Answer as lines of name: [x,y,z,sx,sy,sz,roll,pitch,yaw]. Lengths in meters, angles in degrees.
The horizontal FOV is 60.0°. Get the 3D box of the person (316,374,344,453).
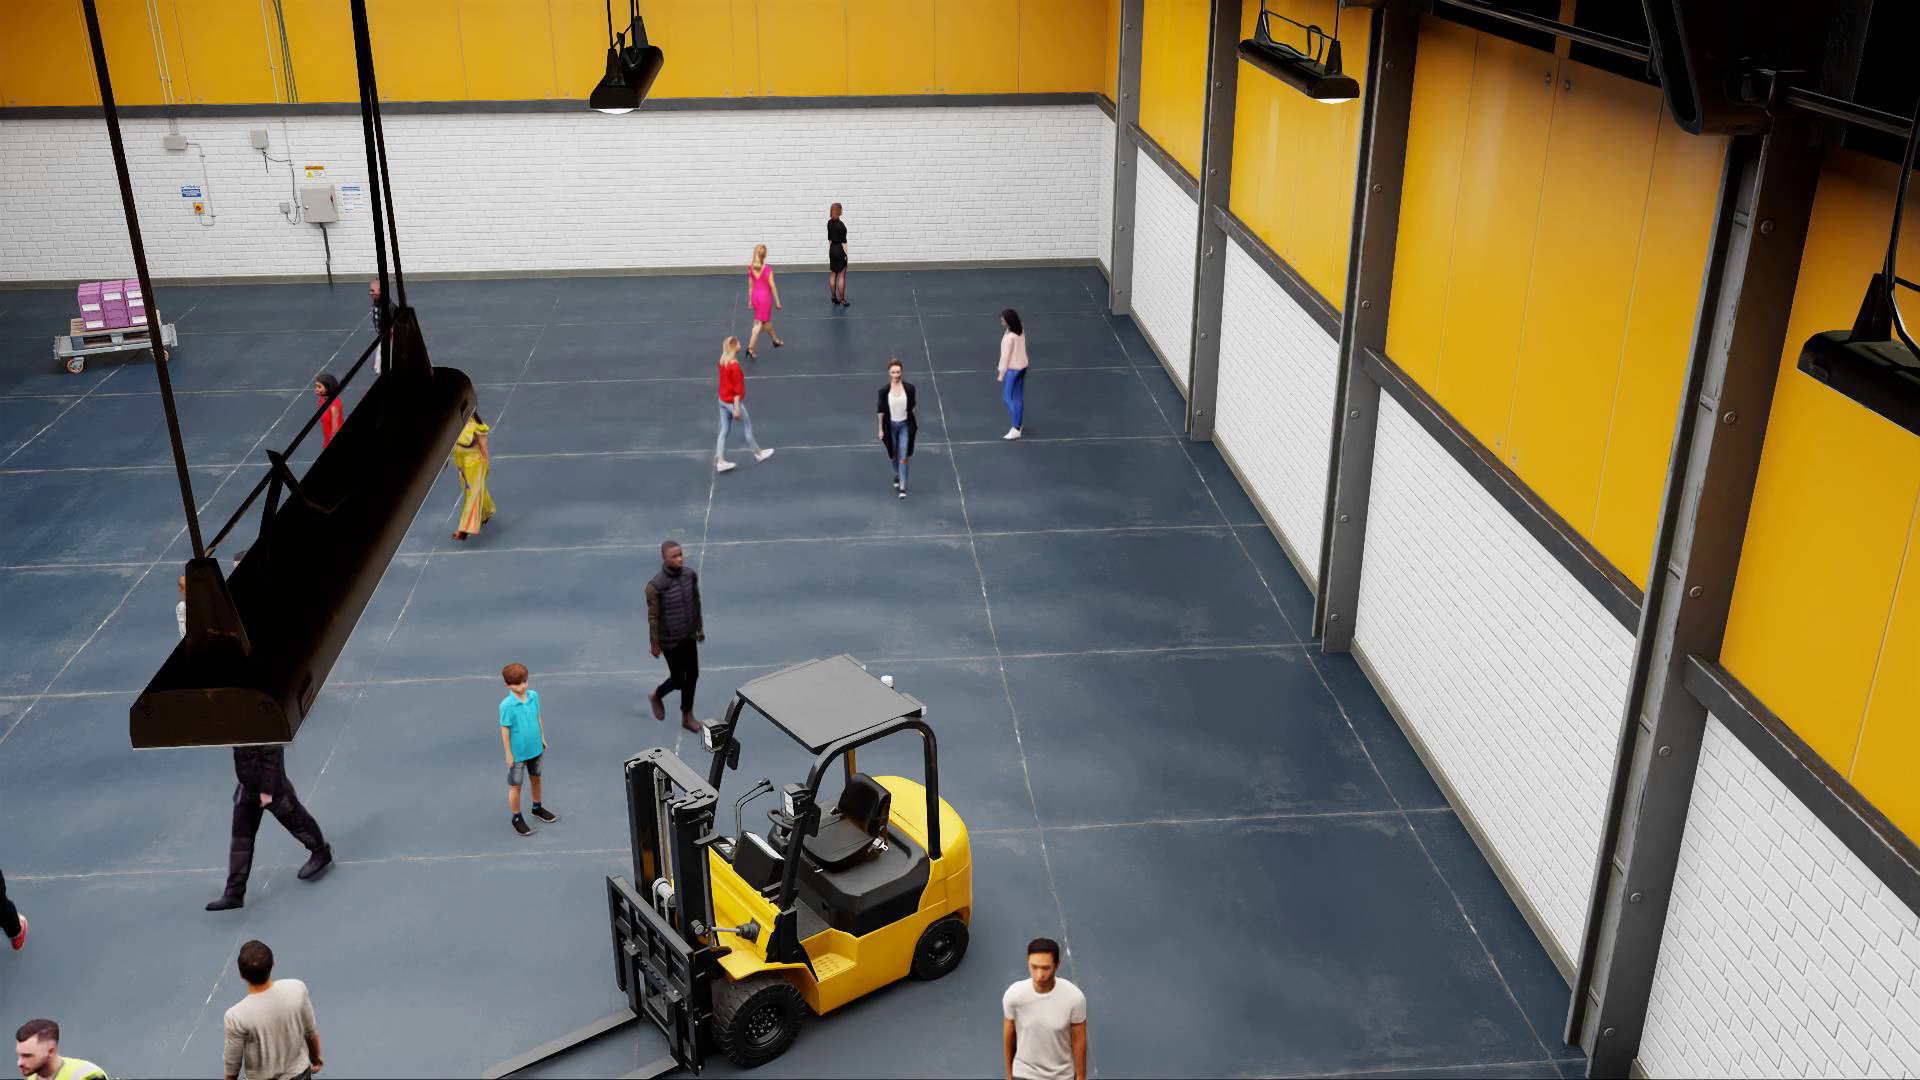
person: [-7.045,-1.075,19.080,1.078,1.703,1.127,20,30,37]

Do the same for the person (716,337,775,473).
person: [-2.869,-1.638,20.406,1.046,1.672,1.063,-18,29,-36]

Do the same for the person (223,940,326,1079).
person: [-3.842,3.077,9.451,0.819,1.808,0.754,18,29,35]

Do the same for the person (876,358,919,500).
person: [-0.754,-1.343,19.781,0.652,1.634,1.082,-1,24,-3]

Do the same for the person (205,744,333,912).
person: [-5.090,1.793,12.329,1.124,1.856,1.349,11,26,24]

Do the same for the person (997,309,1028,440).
person: [0.745,-2.203,21.623,0.772,1.734,0.892,-22,32,-40]

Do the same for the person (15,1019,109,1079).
person: [-4.688,3.285,8.949,0.938,1.830,1.095,8,25,18]

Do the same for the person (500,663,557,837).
person: [-3.470,1.627,13.218,0.648,1.449,0.590,19,30,36]

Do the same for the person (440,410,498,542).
person: [-5.459,-0.856,18.700,1.092,1.606,1.340,9,25,20]

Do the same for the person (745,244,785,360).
person: [-2.995,-3.499,24.657,1.018,1.678,1.105,17,29,34]

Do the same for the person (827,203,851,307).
person: [-2.012,-4.705,27.381,0.715,1.706,0.625,-20,31,-38]

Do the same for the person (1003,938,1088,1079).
person: [0.510,3.023,9.606,0.702,1.782,1.092,1,24,1]

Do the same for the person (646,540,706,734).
person: [-2.523,0.832,14.568,0.991,1.824,0.933,17,29,34]

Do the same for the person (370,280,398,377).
person: [-7.673,-2.696,22.684,0.797,1.788,0.851,16,28,33]
